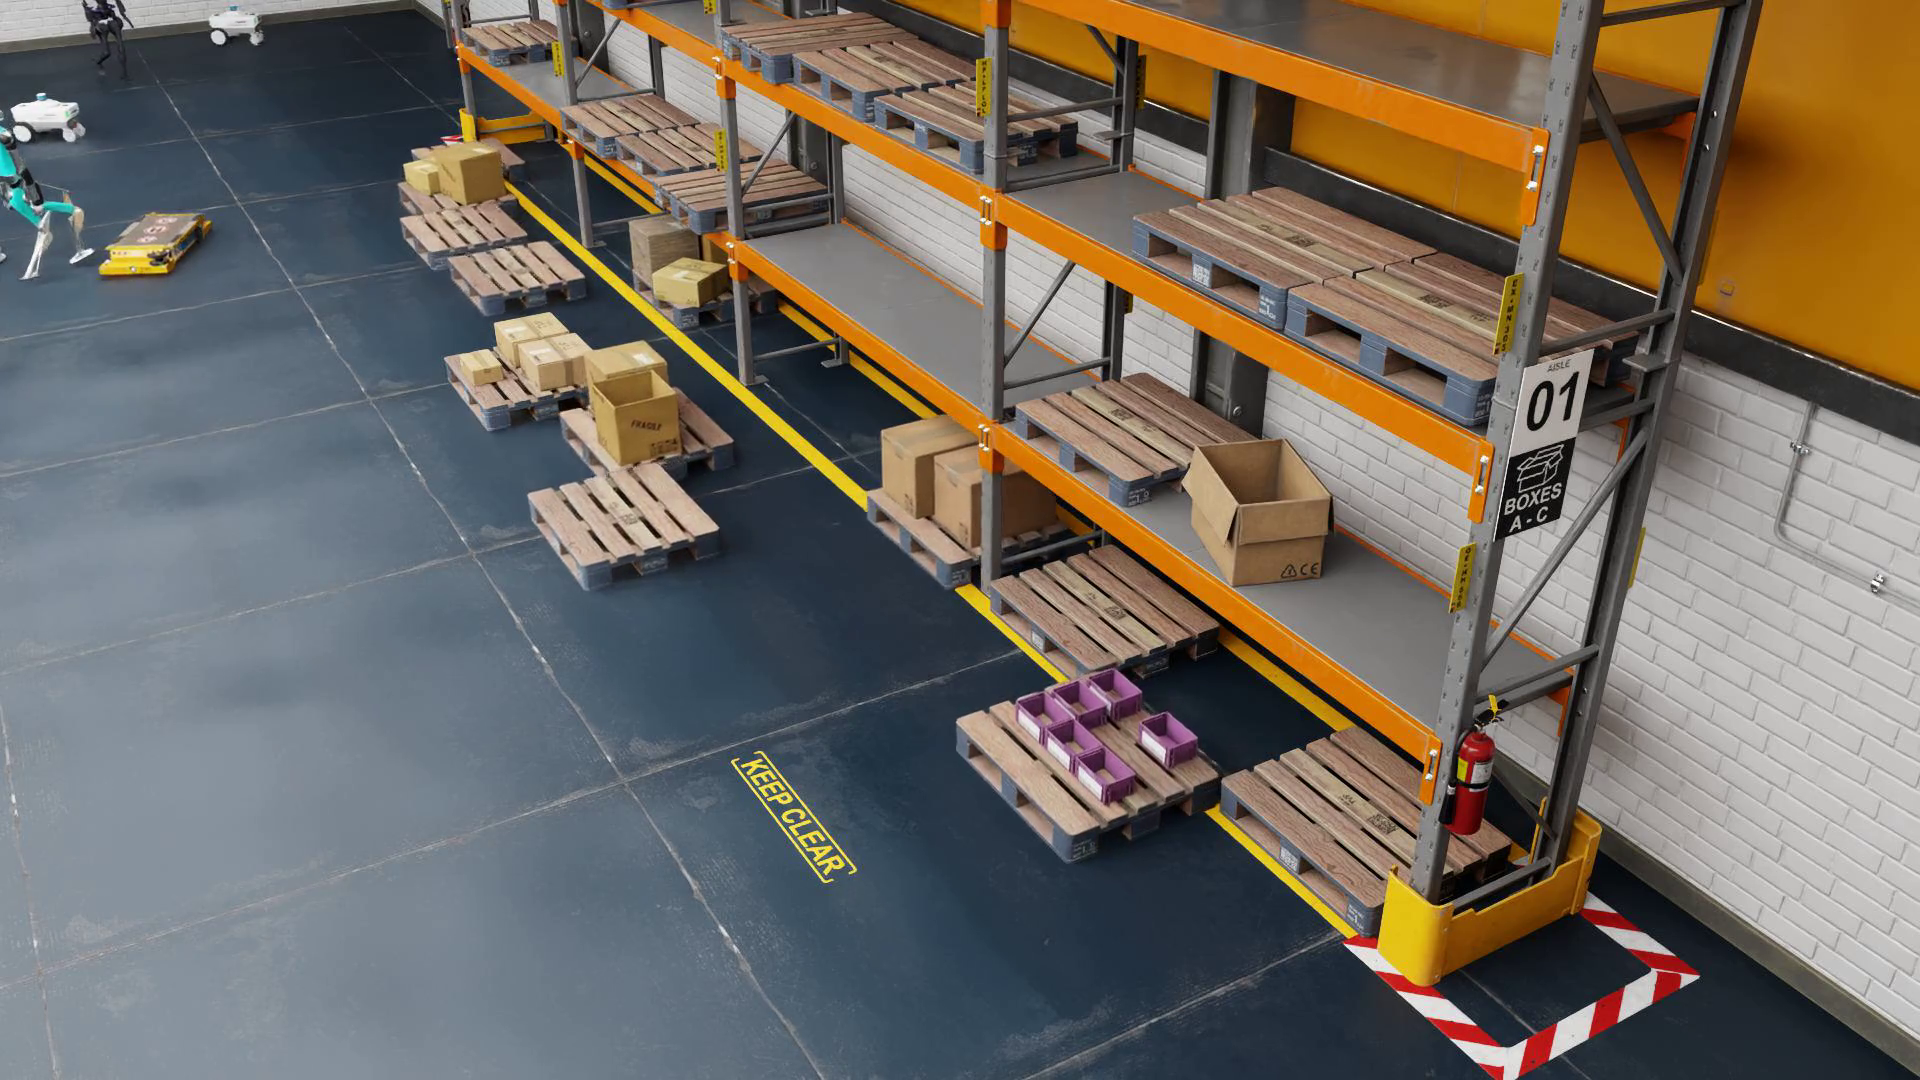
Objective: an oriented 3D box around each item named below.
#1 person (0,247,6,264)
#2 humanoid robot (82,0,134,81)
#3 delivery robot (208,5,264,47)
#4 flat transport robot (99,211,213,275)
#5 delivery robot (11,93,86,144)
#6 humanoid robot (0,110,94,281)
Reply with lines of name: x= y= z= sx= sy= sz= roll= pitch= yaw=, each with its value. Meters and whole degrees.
person: x=-9.870 y=-3.525 z=16.397 sx=0.466 sy=1.706 sz=0.367 roll=-9 pitch=31 yaw=-15
humanoid robot: x=-11.773 y=-7.176 z=22.884 sx=0.524 sy=1.645 sz=0.600 roll=18 pitch=34 yaw=29
delivery robot: x=-10.888 y=-7.739 z=24.985 sx=0.747 sy=0.576 sz=0.499 roll=-3 pitch=30 yaw=-5
flat transport robot: x=-8.211 y=-3.044 z=17.006 sx=0.659 sy=0.231 sz=1.431 roll=-2 pitch=30 yaw=-4
delivery robot: x=-11.295 y=-5.196 z=20.532 sx=0.792 sy=0.611 sz=0.499 roll=-1 pitch=30 yaw=-1
humanoid robot: x=-8.960 y=-3.422 z=16.212 sx=0.543 sy=1.736 sz=1.013 roll=12 pitch=32 yaw=21
